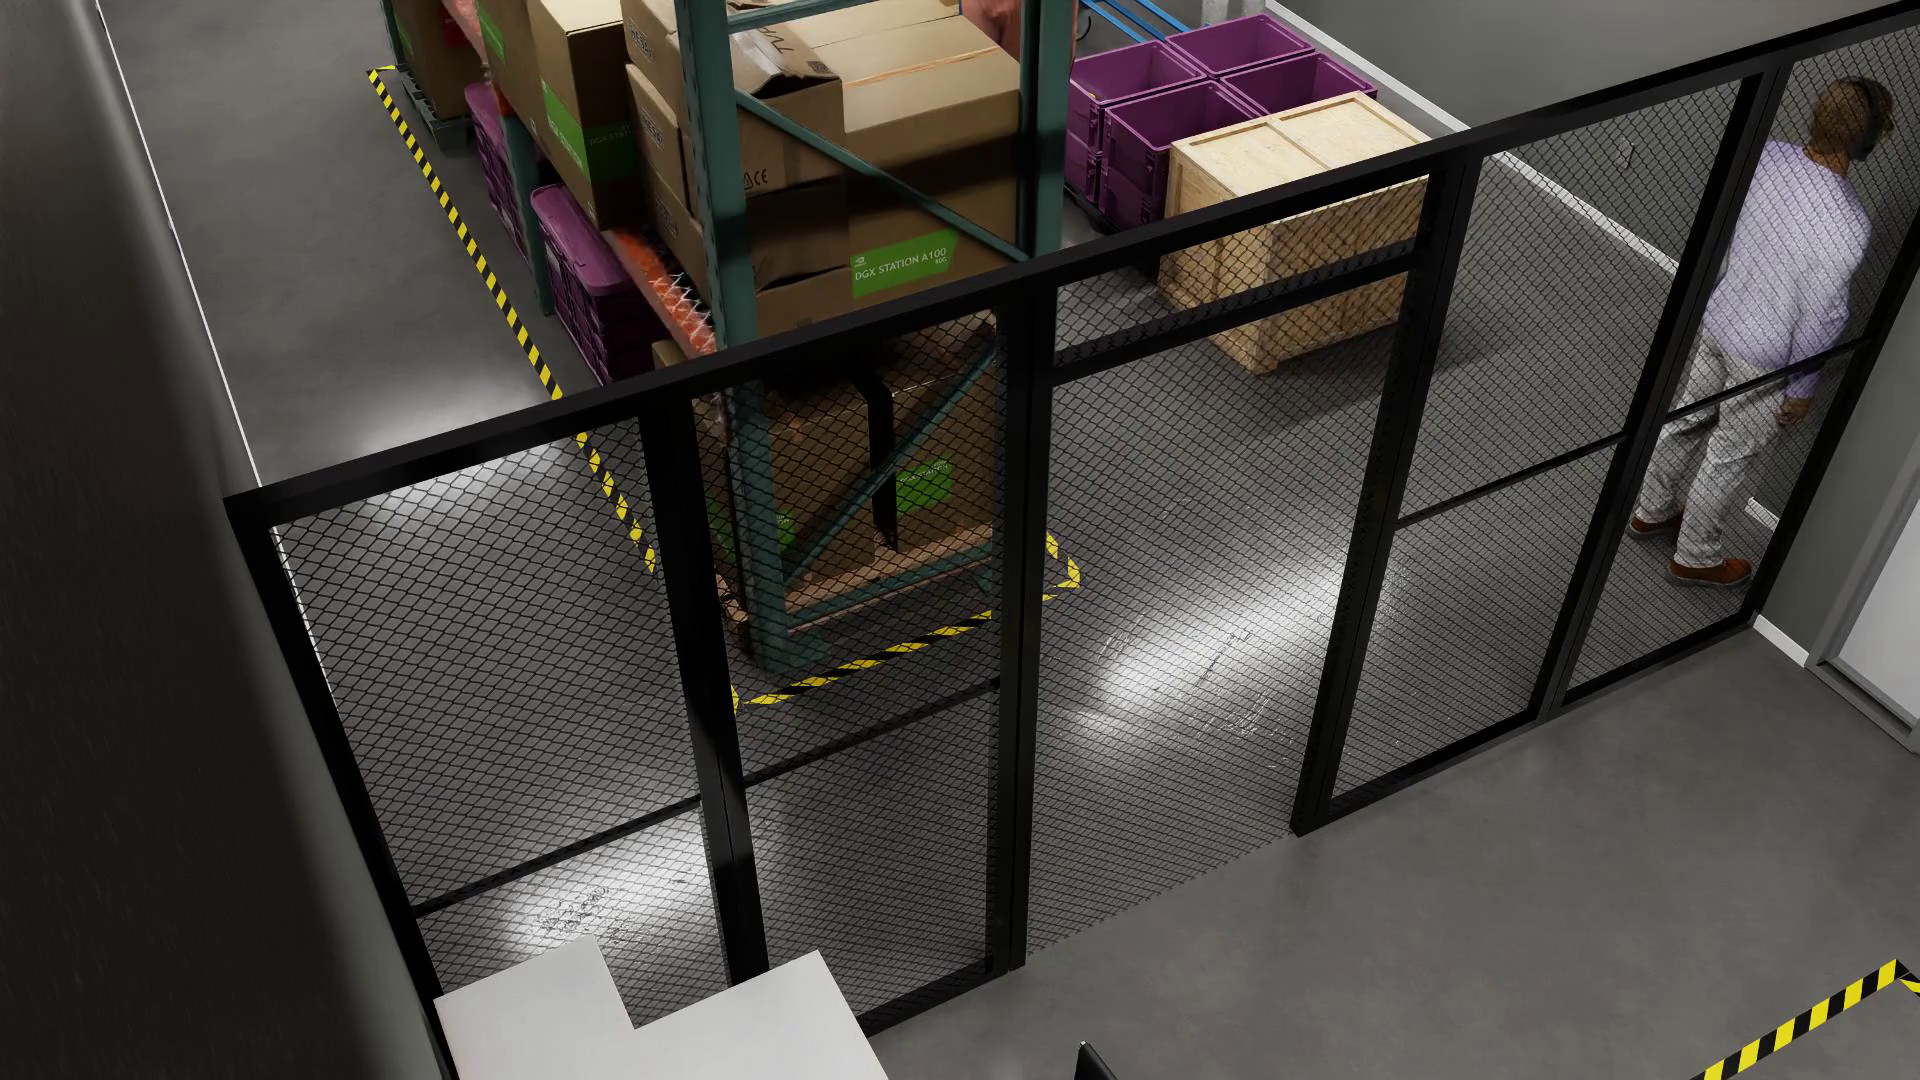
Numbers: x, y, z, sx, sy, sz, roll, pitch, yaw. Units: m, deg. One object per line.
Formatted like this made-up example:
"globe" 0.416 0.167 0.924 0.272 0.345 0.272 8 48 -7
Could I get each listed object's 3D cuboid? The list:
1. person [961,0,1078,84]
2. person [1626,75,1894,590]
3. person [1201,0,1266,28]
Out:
"person" 0.220 -1.815 6.889 0.622 1.993 0.383 -32 51 -30
"person" 2.726 -0.673 5.683 0.371 1.939 0.627 -8 43 -8
"person" 1.430 -3.279 8.610 0.600 1.829 0.404 -17 45 -18
